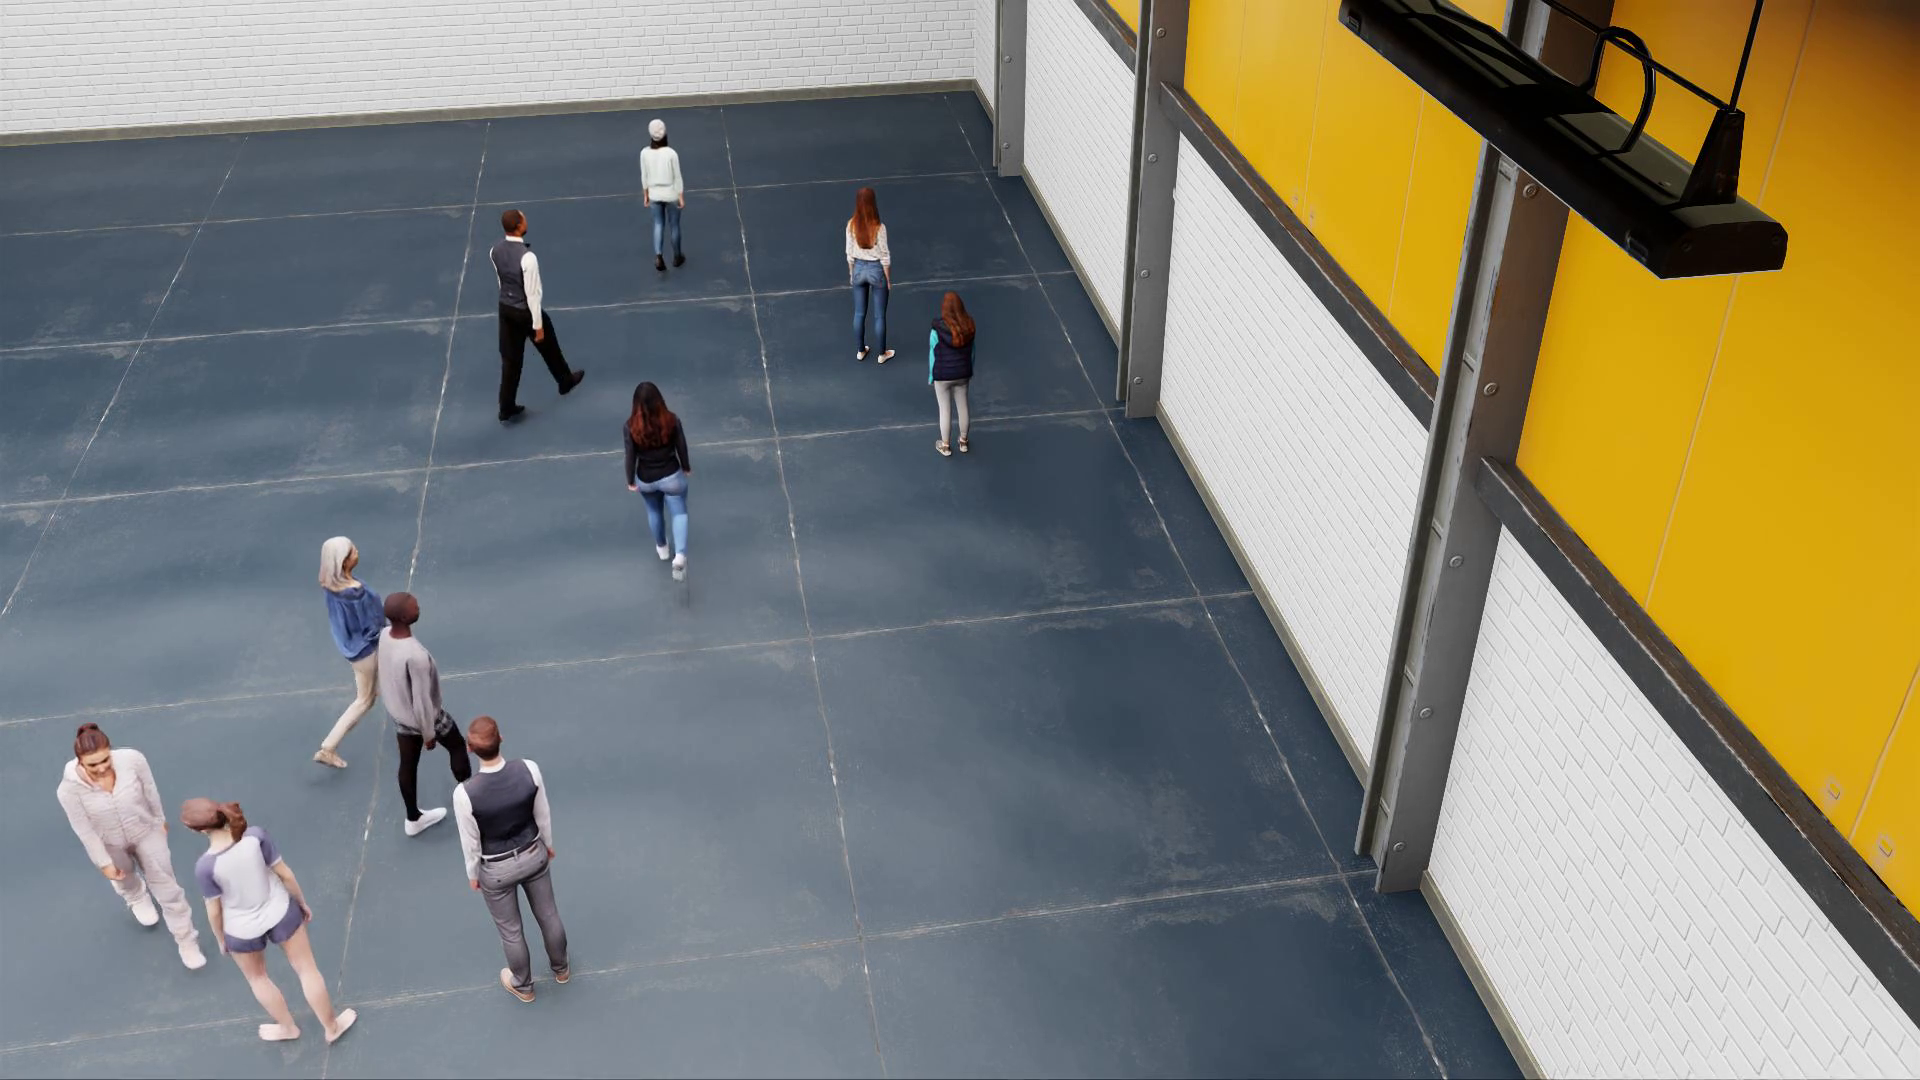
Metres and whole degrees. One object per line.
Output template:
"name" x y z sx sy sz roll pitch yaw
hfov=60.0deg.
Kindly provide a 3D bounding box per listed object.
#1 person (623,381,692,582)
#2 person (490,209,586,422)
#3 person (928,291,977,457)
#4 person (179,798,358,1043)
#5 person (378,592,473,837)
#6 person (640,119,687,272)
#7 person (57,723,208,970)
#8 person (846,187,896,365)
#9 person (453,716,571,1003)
"person" -2.259 -0.433 12.626 0.635 1.611 0.971 -7 34 -10
"person" -3.926 -1.940 14.657 1.194 1.873 1.341 16 37 23
"person" -0.067 -1.427 14.223 0.613 1.499 0.621 -11 35 -16
"person" -3.680 2.028 8.808 0.806 1.739 0.830 -17 37 -24
"person" -3.416 1.109 10.179 0.925 1.752 0.970 23 40 30
"person" -3.096 -3.572 17.320 0.728 1.643 0.901 4 34 6
"person" -4.777 1.662 9.452 0.947 1.636 1.182 -24 40 -31
"person" -0.849 -2.487 15.611 0.652 1.728 0.660 11 35 16
"person" -2.437 1.737 9.062 0.737 1.944 0.714 -20 39 -28
